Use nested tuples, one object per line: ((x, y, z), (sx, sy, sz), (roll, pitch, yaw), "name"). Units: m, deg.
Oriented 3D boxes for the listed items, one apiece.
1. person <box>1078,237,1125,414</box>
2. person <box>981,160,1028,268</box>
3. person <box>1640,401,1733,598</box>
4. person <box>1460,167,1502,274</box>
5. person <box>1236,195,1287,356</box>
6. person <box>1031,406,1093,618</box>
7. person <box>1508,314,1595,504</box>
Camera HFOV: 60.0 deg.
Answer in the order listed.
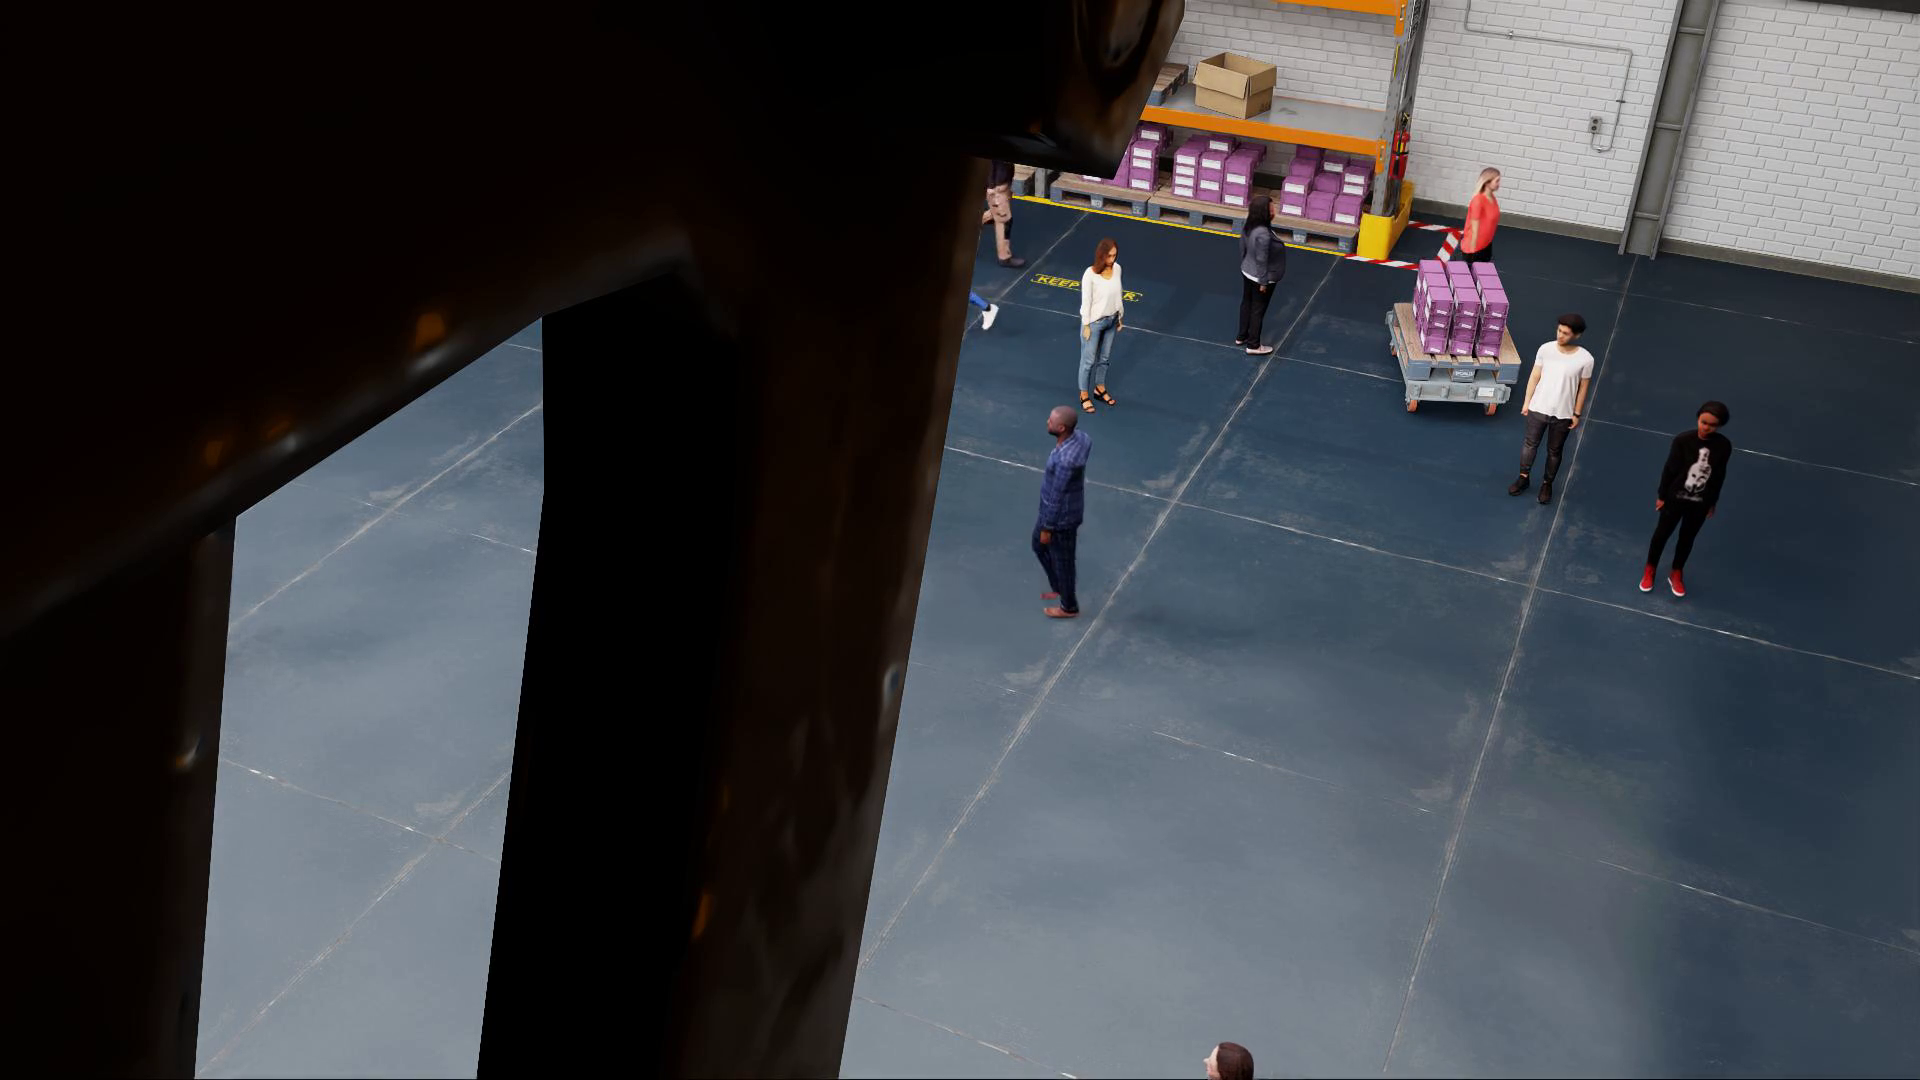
((1.279, -1.997, 15.256), (0.697, 1.678, 0.700), (-22, 39, -29), "person")
((0.336, -3.856, 17.845), (1.088, 1.908, 0.797), (9, 35, 14), "person")
((5.585, -0.333, 12.756), (0.502, 1.673, 0.691), (8, 34, 12), "person")
((5.076, -2.921, 16.643), (0.882, 1.681, 0.701), (23, 40, 31), "person")
((2.912, -2.600, 16.236), (0.849, 1.597, 0.801), (-8, 34, -12), "person")
((0.843, -0.179, 12.401), (0.753, 1.810, 0.755), (5, 34, 8), "person")
((4.967, -1.123, 13.902), (0.516, 1.720, 0.719), (21, 39, 28), "person")
